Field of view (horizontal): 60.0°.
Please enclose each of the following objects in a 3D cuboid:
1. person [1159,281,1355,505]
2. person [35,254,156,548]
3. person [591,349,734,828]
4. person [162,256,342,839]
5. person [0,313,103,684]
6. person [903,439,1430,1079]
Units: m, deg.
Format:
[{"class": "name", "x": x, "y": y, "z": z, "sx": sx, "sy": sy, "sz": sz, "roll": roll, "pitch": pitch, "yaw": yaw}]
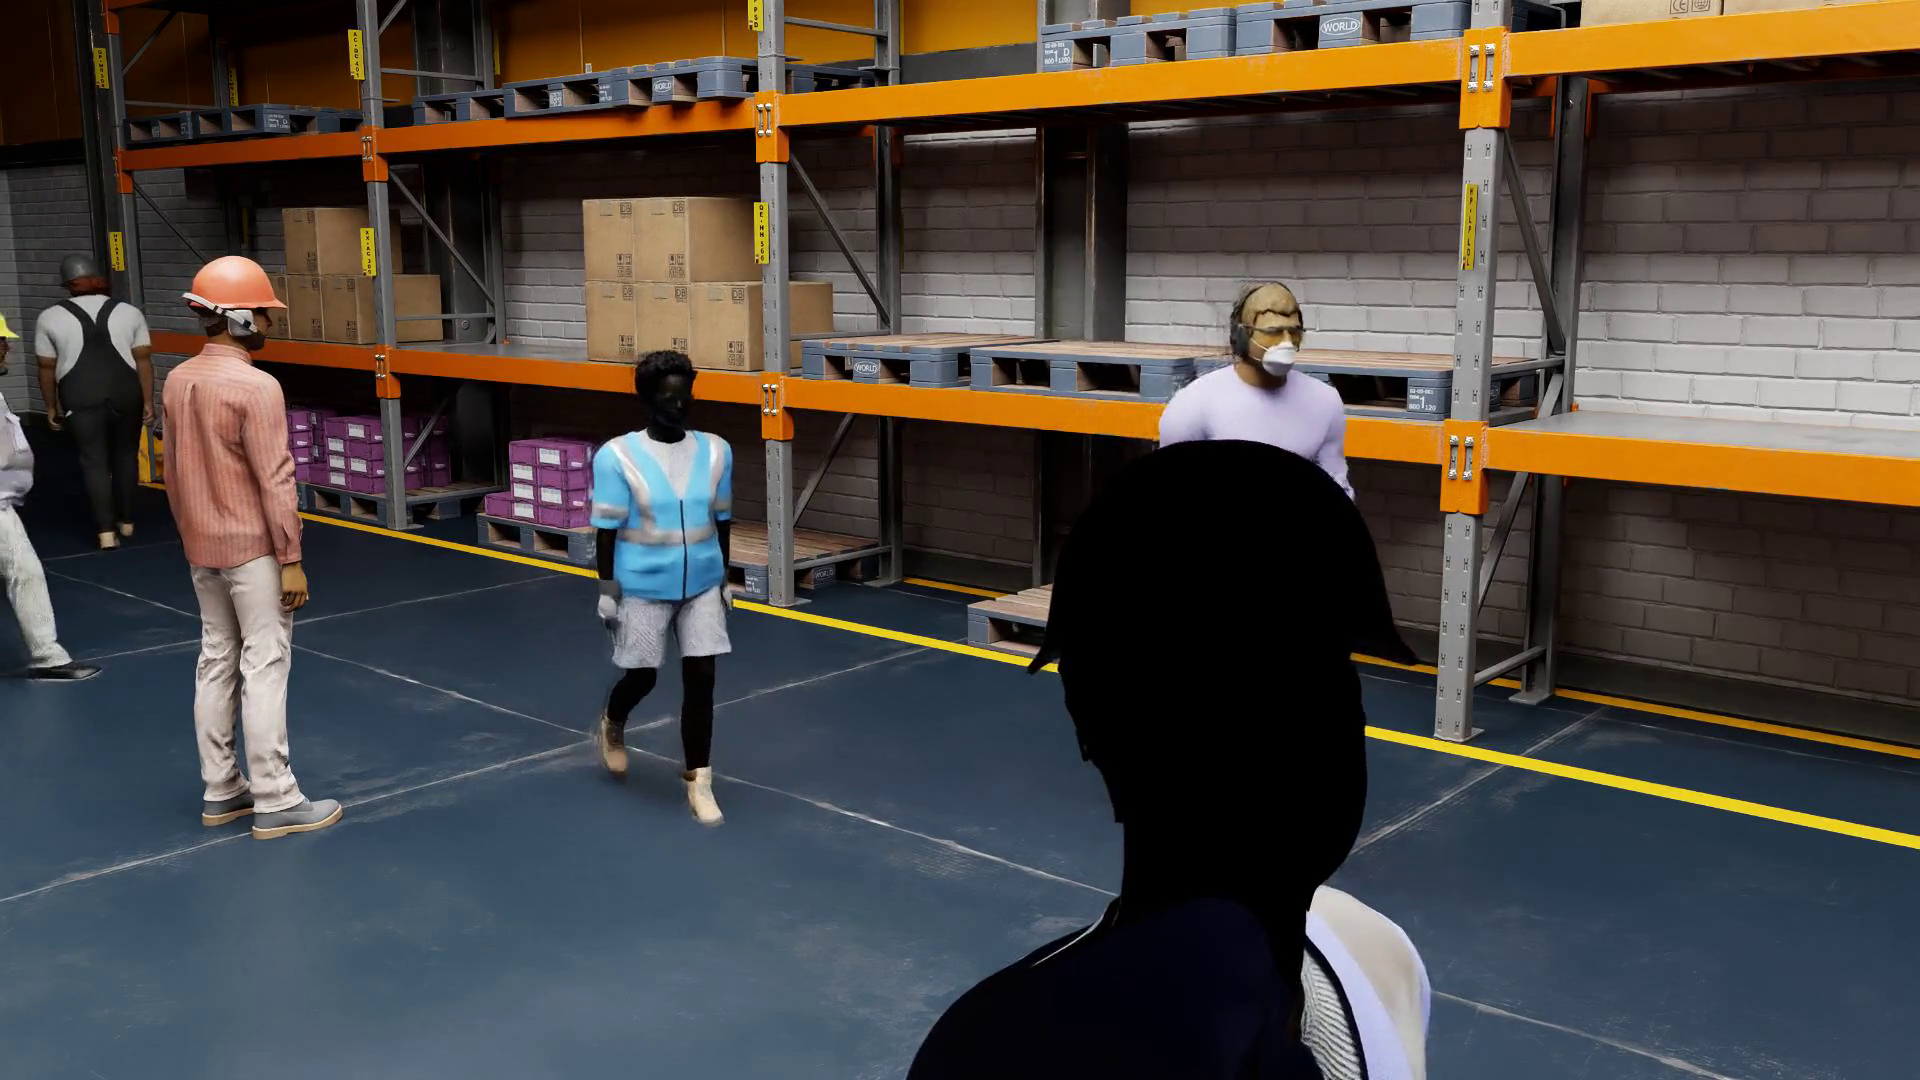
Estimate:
[{"class": "person", "x": 0.949, "y": 0.159, "z": 5.208, "sx": 0.644, "sy": 1.916, "sz": 0.611, "roll": -5, "pitch": 11, "yaw": -26}, {"class": "person", "x": -5.925, "y": -0.990, "z": 11.418, "sx": 0.696, "sy": 2.000, "sz": 0.992, "roll": -6, "pitch": 12, "yaw": -32}, {"class": "person", "x": -1.082, "y": 0.147, "z": 5.969, "sx": 0.542, "sy": 1.683, "sz": 0.667, "roll": -6, "pitch": 12, "yaw": -31}, {"class": "person", "x": -2.465, "y": 0.029, "z": 5.745, "sx": 0.624, "sy": 1.992, "sz": 0.390, "roll": 7, "pitch": 12, "yaw": 33}, {"class": "person", "x": -4.526, "y": -0.197, "z": 7.625, "sx": 0.881, "sy": 1.802, "sz": 0.598, "roll": -5, "pitch": 11, "yaw": -26}, {"class": "person", "x": 0.157, "y": 0.872, "z": 1.106, "sx": 0.377, "sy": 1.938, "sz": 0.547, "roll": 9, "pitch": 13, "yaw": 41}]
